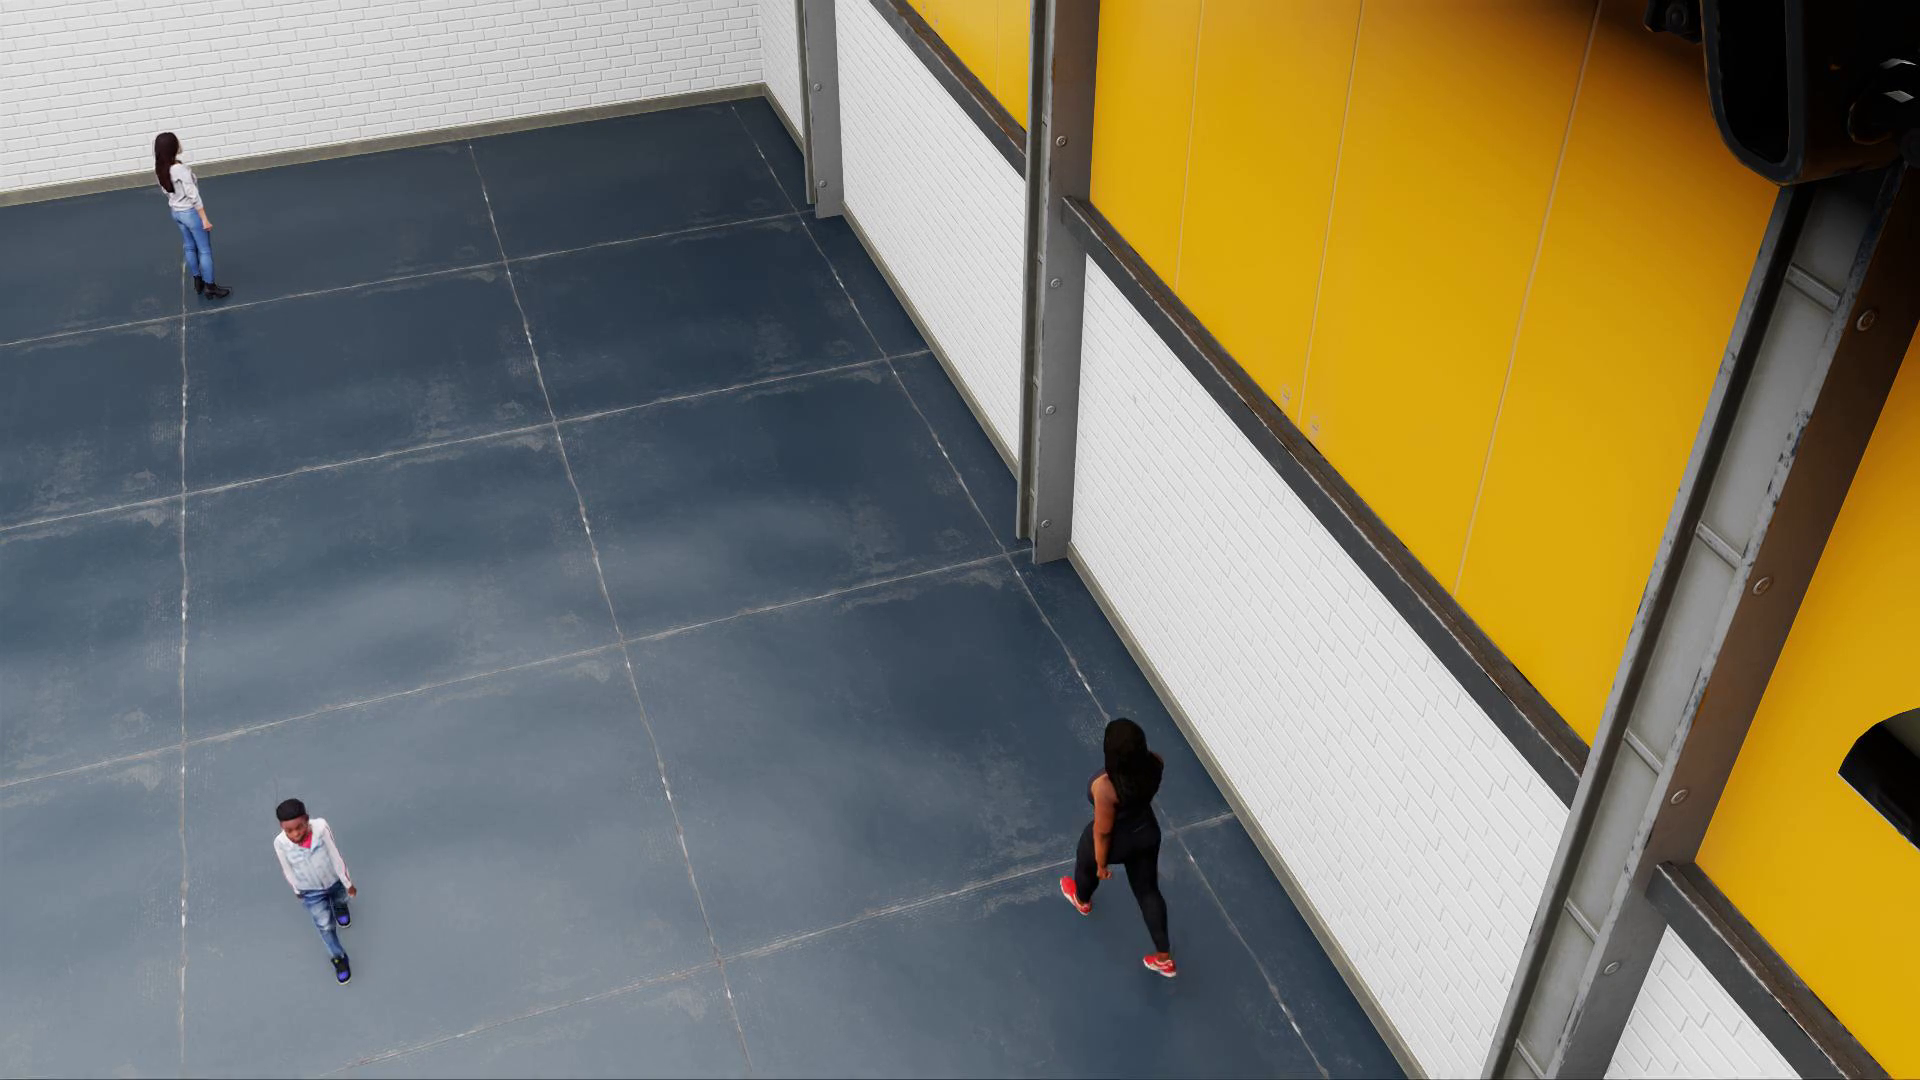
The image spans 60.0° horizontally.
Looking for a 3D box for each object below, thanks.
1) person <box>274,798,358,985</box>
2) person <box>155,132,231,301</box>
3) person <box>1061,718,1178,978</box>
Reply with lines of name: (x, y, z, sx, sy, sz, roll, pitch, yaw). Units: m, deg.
person: (-3.716, 1.912, 9.648, 0.571, 1.248, 0.896, -19, 42, -22)
person: (-7.216, -3.033, 15.532, 0.670, 1.633, 0.757, 20, 43, 23)
person: (0.985, 1.746, 9.433, 0.807, 1.777, 1.271, -20, 43, -23)
